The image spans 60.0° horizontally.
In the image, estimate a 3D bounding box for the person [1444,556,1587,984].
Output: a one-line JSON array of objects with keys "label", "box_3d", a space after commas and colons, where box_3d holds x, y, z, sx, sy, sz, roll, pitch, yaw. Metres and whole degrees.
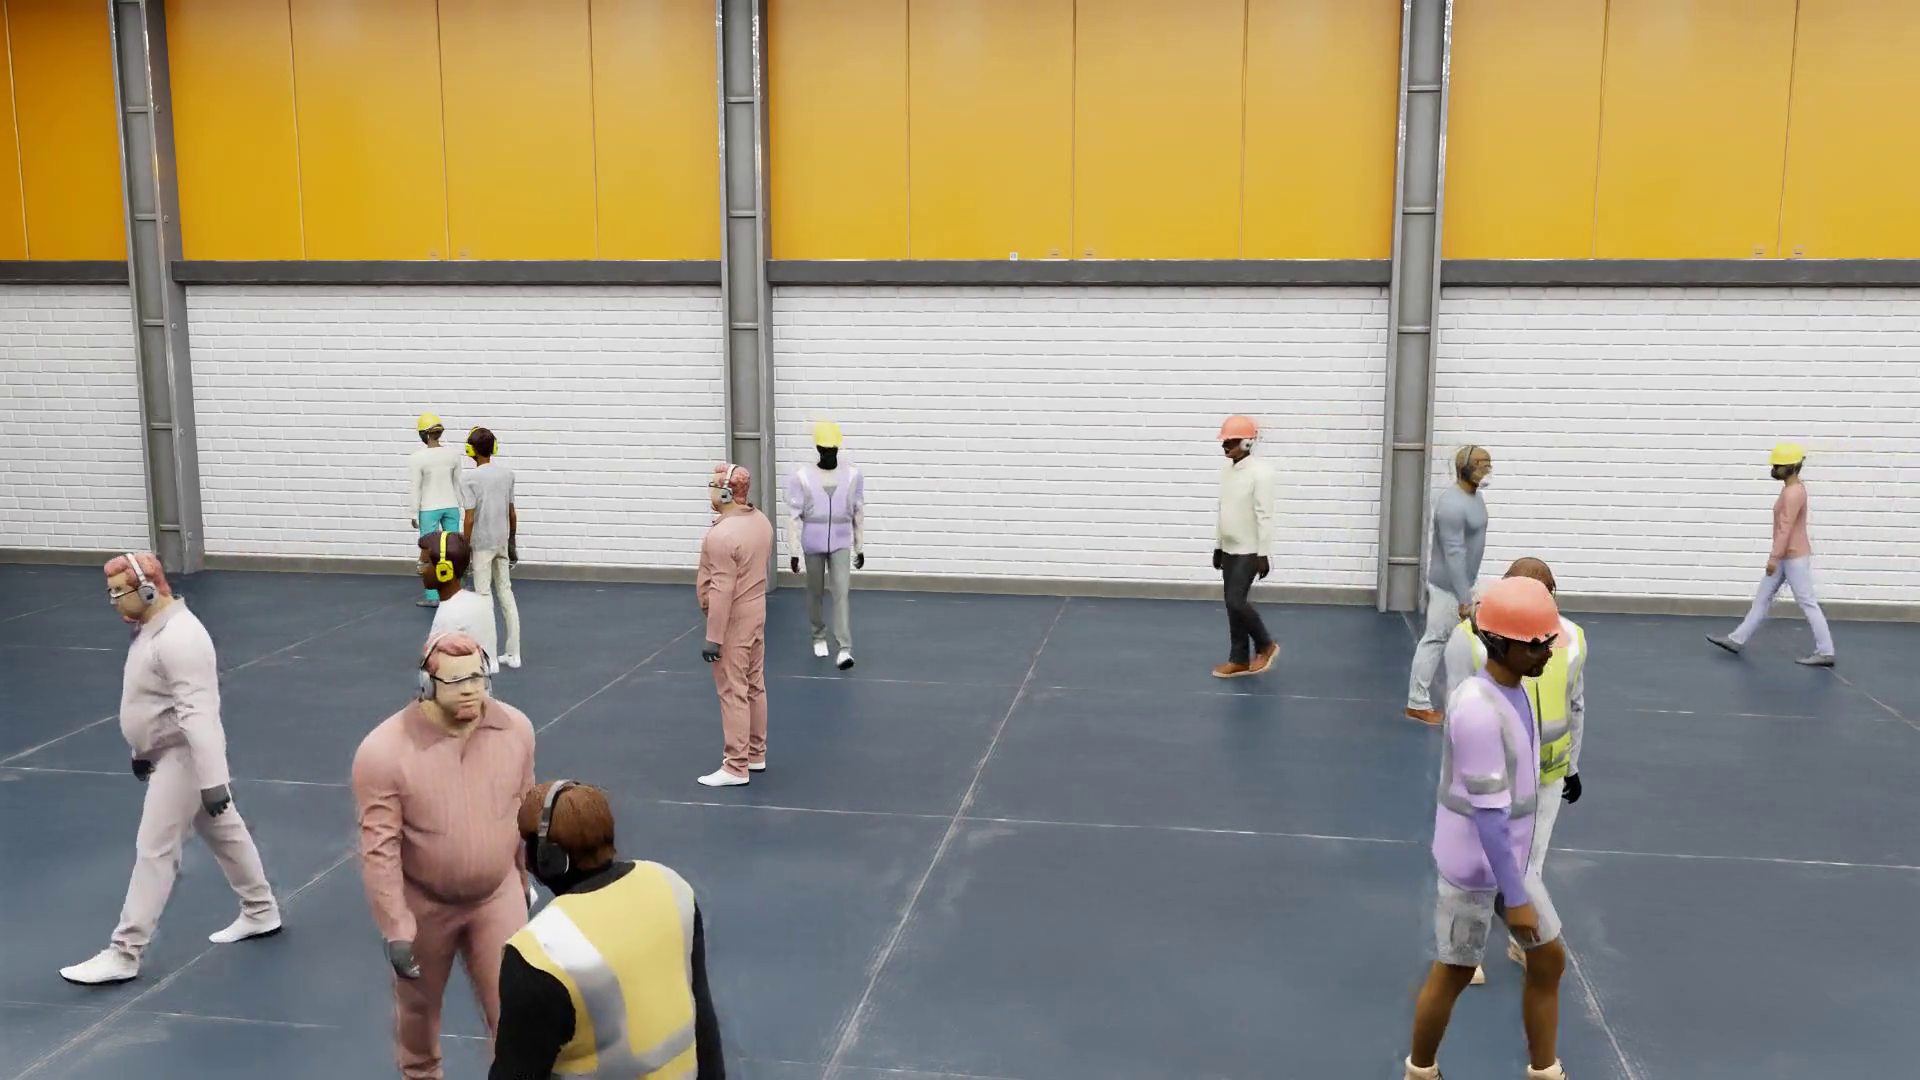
[{"label": "person", "box_3d": [2.373, 0.975, 7.106, 0.624, 1.841, 0.430, -1, 9, -6]}]

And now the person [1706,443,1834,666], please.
[{"label": "person", "box_3d": [6.343, 0.106, 12.843, 0.921, 1.703, 0.539, 4, 10, 26]}]

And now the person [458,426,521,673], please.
[{"label": "person", "box_3d": [-3.570, 0.074, 12.579, 0.315, 1.865, 0.526, 7, 11, 35]}]

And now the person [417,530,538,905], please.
[{"label": "person", "box_3d": [-2.331, 0.880, 7.725, 0.588, 1.887, 0.561, -1, 9, -5]}]

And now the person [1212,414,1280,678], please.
[{"label": "person", "box_3d": [2.068, 0.061, 12.301, 0.432, 1.978, 0.642, -4, 10, -22]}]

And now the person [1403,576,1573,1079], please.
[{"label": "person", "box_3d": [1.929, 1.119, 5.691, 0.877, 2.007, 0.611, 6, 11, 33]}]

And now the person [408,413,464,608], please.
[{"label": "person", "box_3d": [-4.743, -0.270, 15.038, 0.340, 1.761, 0.525, 9, 13, 43]}]

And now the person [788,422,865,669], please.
[{"label": "person", "box_3d": [-1.012, 0.036, 12.773, 0.611, 1.870, 0.975, -2, 9, -13]}]

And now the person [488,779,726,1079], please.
[{"label": "person", "box_3d": [-0.894, 1.479, 4.206, 1.058, 1.774, 0.642, 4, 10, 25]}]

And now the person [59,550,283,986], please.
[{"label": "person", "box_3d": [-3.446, 0.959, 7.173, 0.982, 1.845, 0.746, -6, 11, -32]}]

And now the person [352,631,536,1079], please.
[{"label": "person", "box_3d": [-1.678, 1.213, 5.604, 0.651, 1.845, 1.025, -7, 11, -35]}]

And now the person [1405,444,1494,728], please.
[{"label": "person", "box_3d": [3.378, 0.333, 10.857, 0.952, 1.896, 0.662, 6, 11, 34]}]

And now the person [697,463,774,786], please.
[{"label": "person", "box_3d": [-1.350, 0.496, 9.838, 0.409, 1.913, 0.642, 3, 10, 16]}]
